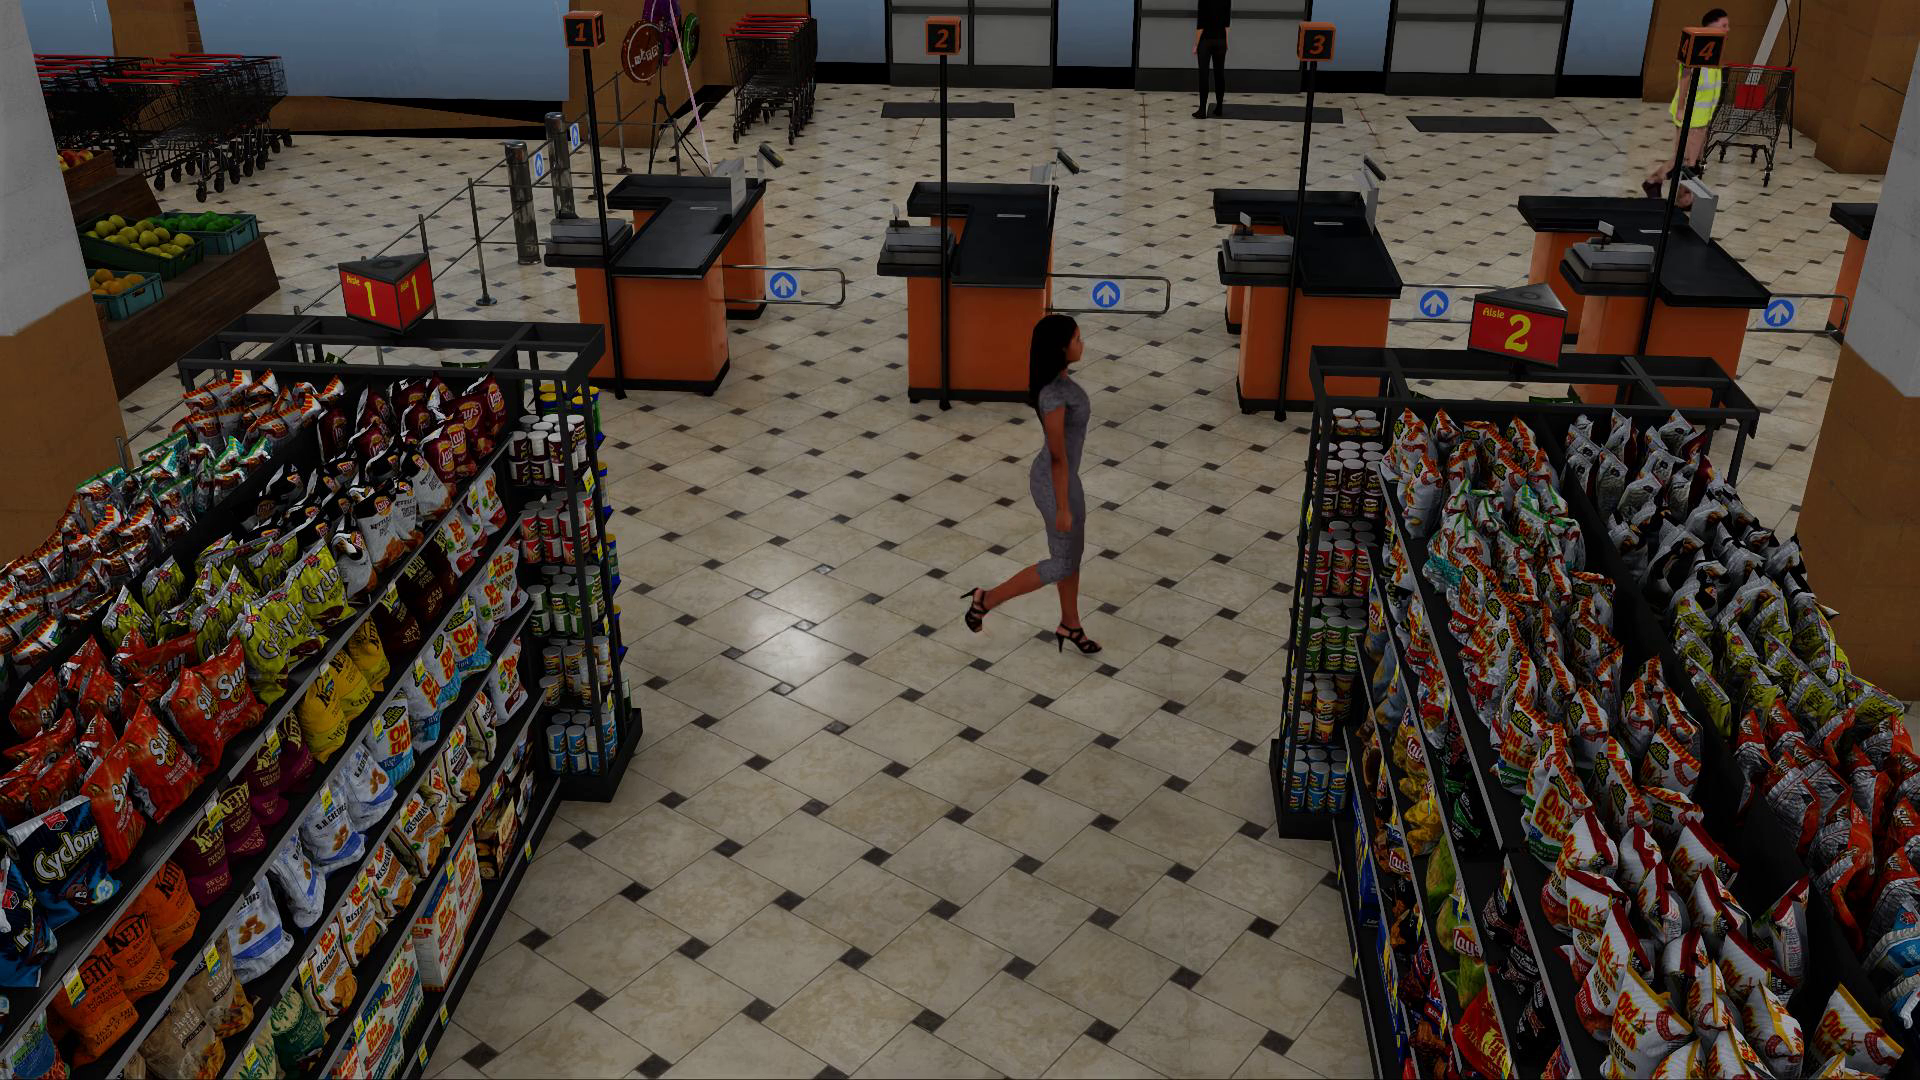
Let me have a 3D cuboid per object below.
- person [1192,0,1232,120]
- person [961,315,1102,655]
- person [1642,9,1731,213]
[{"bbox_3d":[2.831,-5.580,18.664,0.640,1.641,0.621,-7,28,-14],"label":"person"},{"bbox_3d":[0.384,-0.203,7.925,0.663,1.764,0.858,1,27,2],"label":"person"},{"bbox_3d":[6.595,-3.877,15.090,0.985,1.836,0.928,24,35,39],"label":"person"}]
